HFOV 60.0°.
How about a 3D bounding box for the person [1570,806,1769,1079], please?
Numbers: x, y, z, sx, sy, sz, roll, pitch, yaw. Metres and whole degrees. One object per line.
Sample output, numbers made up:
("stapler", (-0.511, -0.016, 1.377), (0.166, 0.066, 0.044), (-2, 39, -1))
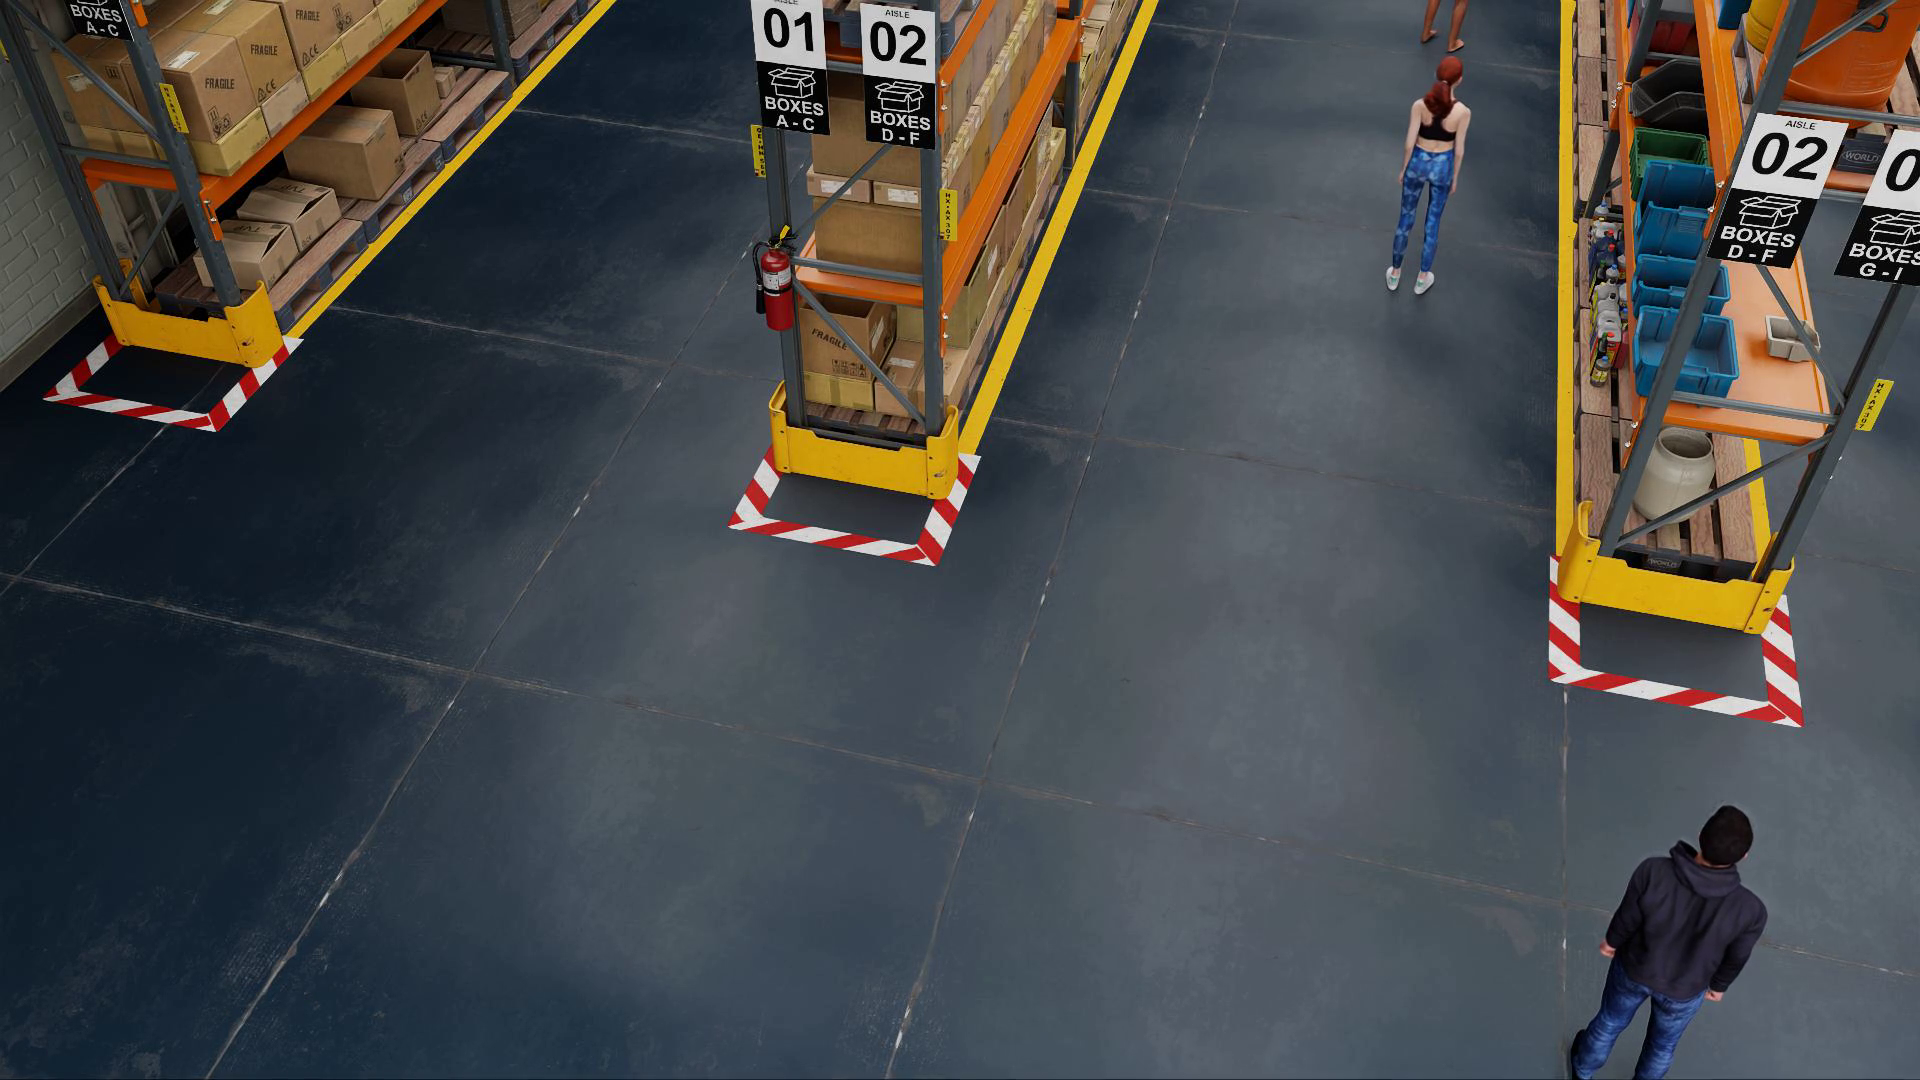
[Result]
("person", (2.940, 1.781, 6.946), (0.725, 1.894, 0.657), (21, 47, 21))

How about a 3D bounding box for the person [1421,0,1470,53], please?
("person", (4.346, -5.088, 14.504), (0.644, 1.620, 0.661), (33, 52, 30))

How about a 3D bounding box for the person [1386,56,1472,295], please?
("person", (3.281, -2.539, 11.652), (0.576, 1.787, 0.600), (14, 45, 14))
